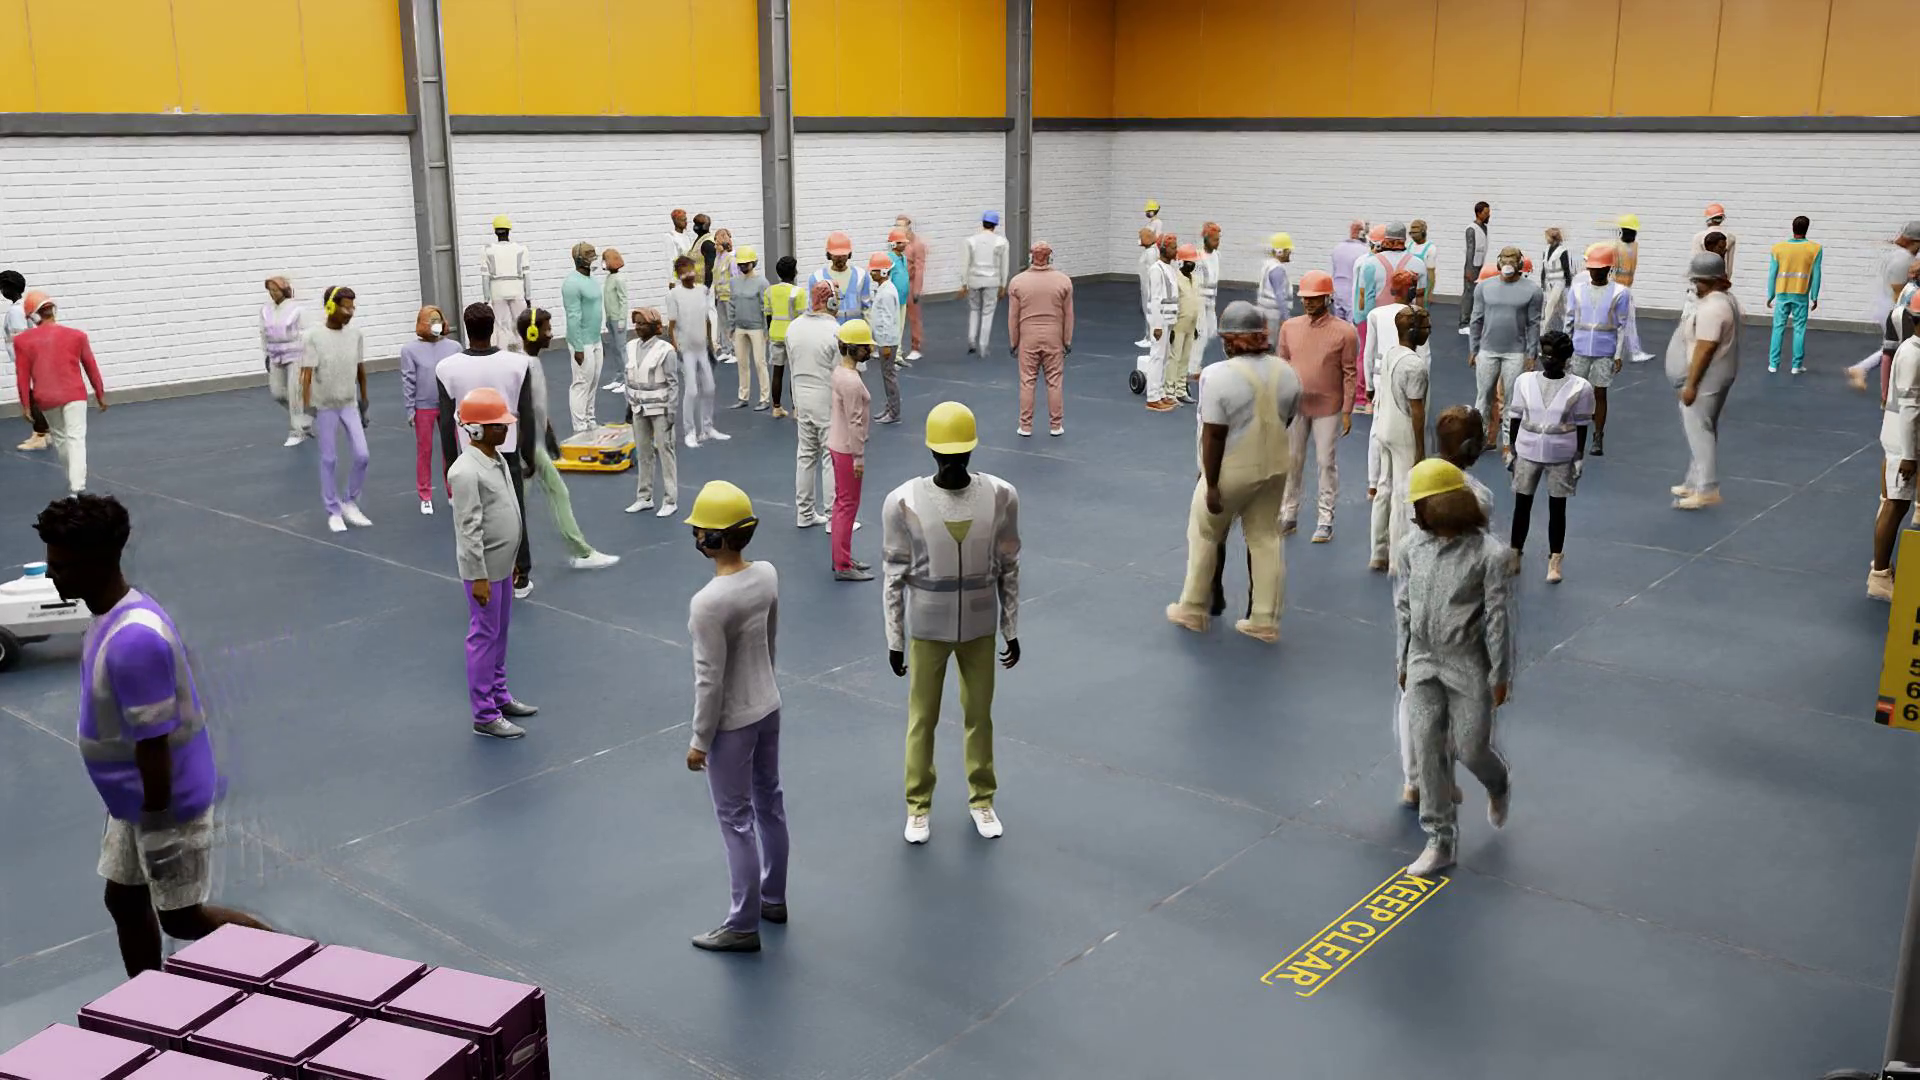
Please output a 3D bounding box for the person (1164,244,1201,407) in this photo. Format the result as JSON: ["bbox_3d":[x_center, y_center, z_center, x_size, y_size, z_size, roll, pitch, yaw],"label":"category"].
[{"bbox_3d":[2.434,-2.326,18.052,0.342,1.748,0.572,11,18,37],"label":"person"}]

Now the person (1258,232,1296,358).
[{"bbox_3d":[3.686,-2.591,19.002,0.617,1.815,0.602,2,14,7],"label":"person"}]

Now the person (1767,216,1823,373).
[{"bbox_3d":[10.247,-3.015,20.467,0.587,1.920,0.390,9,17,33],"label":"person"}]

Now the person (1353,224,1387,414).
[{"bbox_3d":[4.373,-2.332,17.605,0.407,1.987,0.615,4,15,16],"label":"person"}]

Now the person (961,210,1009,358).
[{"bbox_3d":[0.338,-3.372,21.923,0.599,1.906,0.603,4,15,14],"label":"person"}]

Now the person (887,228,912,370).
[{"bbox_3d":[-0.777,-3.016,20.802,0.337,1.751,0.572,6,15,23],"label":"person"}]

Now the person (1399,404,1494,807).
[{"bbox_3d":[2.147,0.306,7.382,0.416,1.826,0.503,-11,18,-37],"label":"person"}]

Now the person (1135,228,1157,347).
[{"bbox_3d":[2.576,-3.467,22.874,0.278,1.624,0.496,0,14,-2],"label":"person"}]

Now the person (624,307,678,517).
[{"bbox_3d":[-2.408,-0.999,12.977,0.512,1.642,0.312,9,16,31],"label":"person"}]

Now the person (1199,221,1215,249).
[{"bbox_3d":[3.705,-3.957,24.863,0.370,1.602,0.529,7,16,27],"label":"person"}]

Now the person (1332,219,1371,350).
[{"bbox_3d":[4.759,-2.911,20.108,0.398,1.897,0.664,-7,16,-25],"label":"person"}]

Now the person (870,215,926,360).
[{"bbox_3d":[-0.808,-3.226,21.406,0.677,1.874,0.844,11,18,38],"label":"person"}]

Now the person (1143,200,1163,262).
[{"bbox_3d":[3.241,-4.832,28.058,0.338,1.759,0.531,-5,15,-18],"label":"person"}]

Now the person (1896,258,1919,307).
[{"bbox_3d":[10.066,-2.154,17.589,0.406,1.627,0.524,10,17,34],"label":"person"}]

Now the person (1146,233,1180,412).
[{"bbox_3d":[2.176,-2.329,17.797,0.342,1.882,0.587,5,15,20],"label":"person"}]

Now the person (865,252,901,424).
[{"bbox_3d":[-0.789,-2.064,17.028,0.356,1.744,0.571,-2,14,-6],"label":"person"}]

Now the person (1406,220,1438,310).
[{"bbox_3d":[5.900,-3.193,21.372,0.417,1.821,0.533,-8,16,-29],"label":"person"}]

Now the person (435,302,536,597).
[{"bbox_3d":[-3.007,-0.554,10.630,0.590,1.922,0.391,-5,15,-21],"label":"person"}]

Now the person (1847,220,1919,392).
[{"bbox_3d":[10.319,-2.536,18.307,0.687,2.000,0.688,7,16,27],"label":"person"}]

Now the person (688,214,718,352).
[{"bbox_3d":[-3.462,-3.465,22.419,0.429,1.847,0.624,-5,15,-19],"label":"person"}]

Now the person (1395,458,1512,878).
[{"bbox_3d":[2.038,0.498,6.861,0.527,1.700,0.617,12,19,40],"label":"person"}]

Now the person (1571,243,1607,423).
[{"bbox_3d":[6.489,-2.130,17.108,0.404,1.833,0.590,-2,14,-9],"label":"person"}]

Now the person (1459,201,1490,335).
[{"bbox_3d":[7.512,-3.969,24.283,0.398,1.920,0.590,10,17,36],"label":"person"}]

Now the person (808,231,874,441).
[{"bbox_3d":[-1.131,-1.937,15.943,0.614,2.030,0.409,-5,15,-18],"label":"person"}]

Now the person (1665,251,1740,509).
[{"bbox_3d":[5.988,-1.306,13.391,0.576,2.000,0.888,10,17,35],"label":"person"}]

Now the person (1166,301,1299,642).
[{"bbox_3d":[1.617,-0.438,9.926,0.698,2.000,0.830,-7,16,-27],"label":"person"}]

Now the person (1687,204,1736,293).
[{"bbox_3d":[9.982,-3.474,22.179,0.610,1.985,0.414,-2,14,-9],"label":"person"}]

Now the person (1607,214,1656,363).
[{"bbox_3d":[8.490,-3.187,21.214,0.611,1.881,0.938,-8,16,-30],"label":"person"}]

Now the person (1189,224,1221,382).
[{"bbox_3d":[2.868,-2.808,19.759,0.485,1.864,0.635,10,17,34],"label":"person"}]

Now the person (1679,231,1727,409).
[{"bbox_3d":[7.923,-2.330,17.762,0.387,1.912,0.592,10,17,36],"label":"person"}]

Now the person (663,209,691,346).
[{"bbox_3d":[-3.832,-3.578,22.793,0.353,1.883,0.573,5,15,20],"label":"person"}]

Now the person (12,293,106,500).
[{"bbox_3d":[-7.352,-1.176,13.616,0.607,1.684,0.907,-6,15,-23],"label":"person"}]

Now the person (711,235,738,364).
[{"bbox_3d":[-2.996,-3.087,21.325,0.311,1.638,0.523,-10,17,-34],"label":"person"}]
